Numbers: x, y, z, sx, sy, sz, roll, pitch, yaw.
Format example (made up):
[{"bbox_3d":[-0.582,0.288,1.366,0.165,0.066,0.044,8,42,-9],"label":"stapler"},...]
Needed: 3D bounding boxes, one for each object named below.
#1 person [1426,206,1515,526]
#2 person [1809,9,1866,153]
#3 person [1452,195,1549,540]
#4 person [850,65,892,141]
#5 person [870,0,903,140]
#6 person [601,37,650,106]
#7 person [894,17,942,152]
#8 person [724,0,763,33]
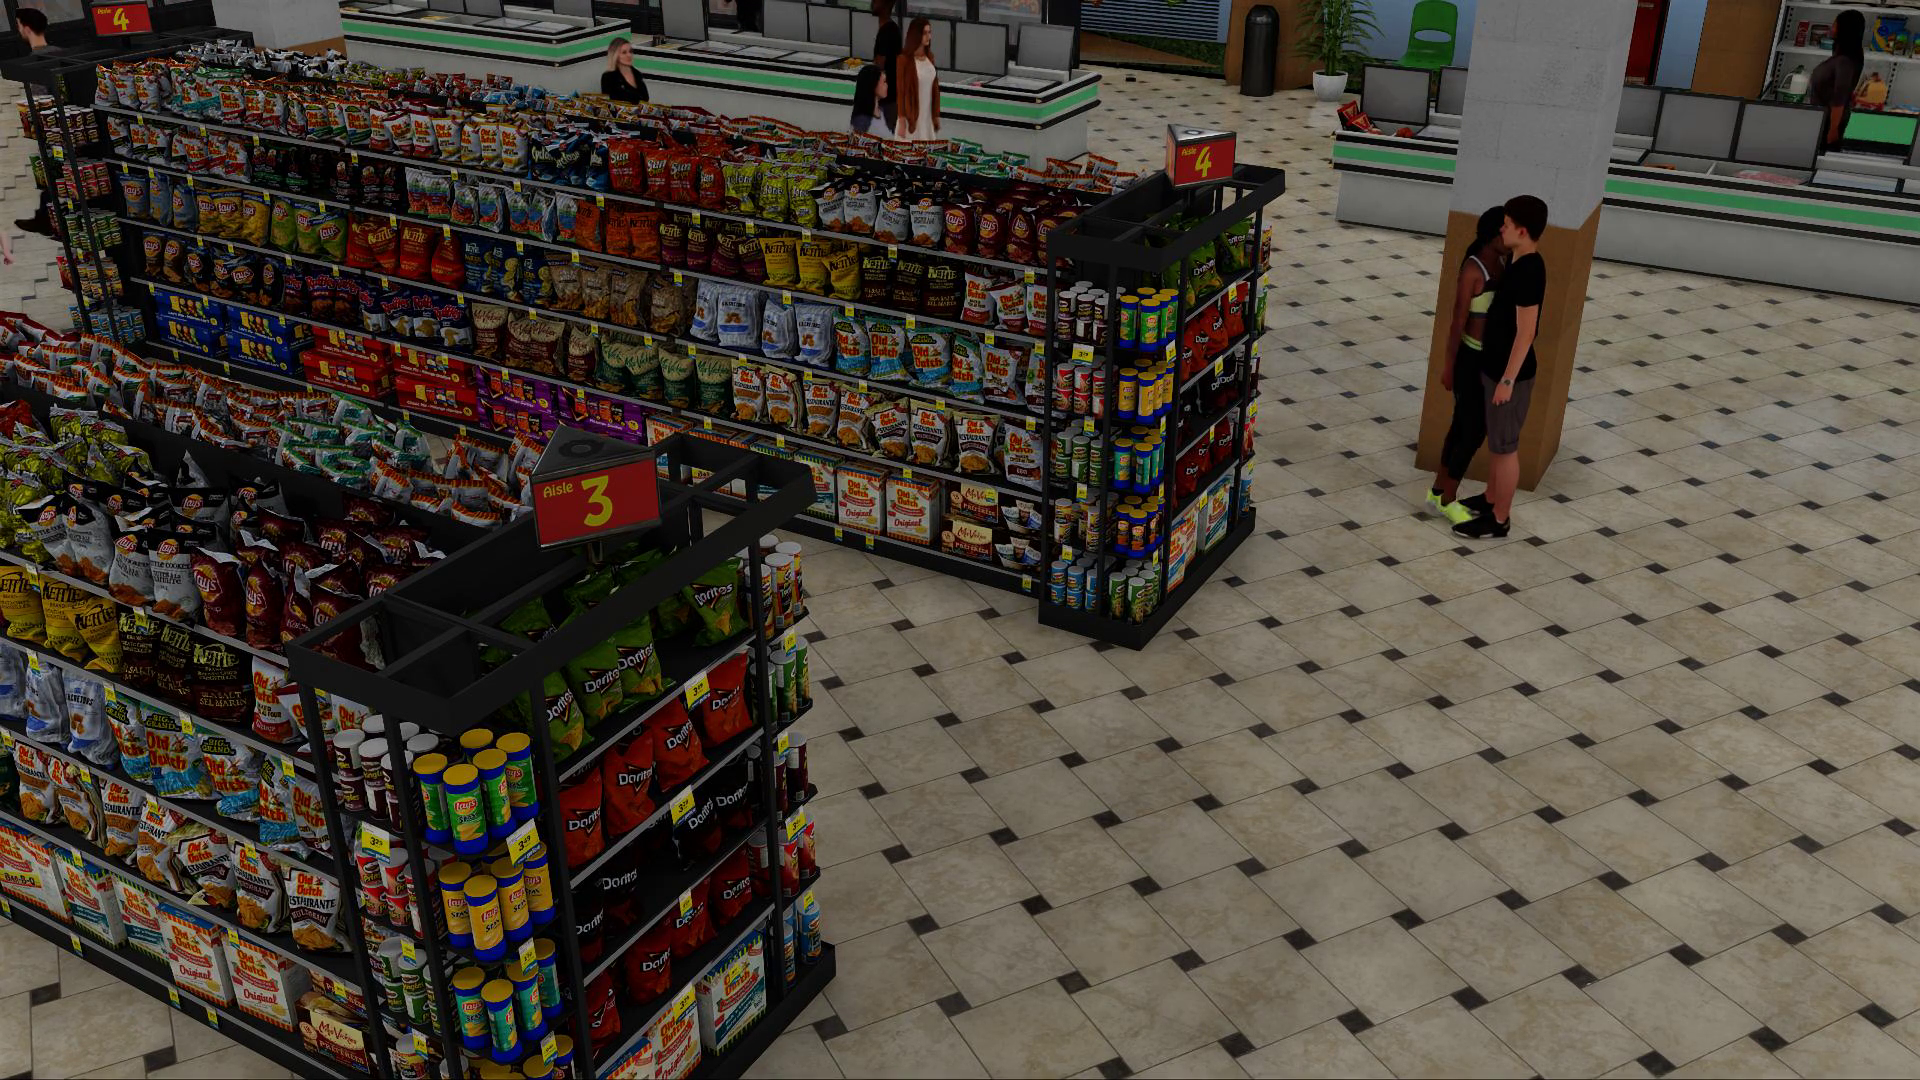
[{"bbox_3d":[2.723,-0.971,9.050,0.670,1.744,0.715,-22,34,-36],"label":"person"},{"bbox_3d":[7.351,-3.459,13.881,1.137,1.811,0.664,16,31,29],"label":"person"},{"bbox_3d":[2.905,-0.908,8.797,0.698,1.861,0.756,4,27,9],"label":"person"},{"bbox_3d":[-0.744,-2.720,12.573,1.062,1.677,0.830,3,27,7],"label":"person"},{"bbox_3d":[-0.557,-4.007,15.010,1.206,1.767,0.992,1,27,1],"label":"person"},{"bbox_3d":[-2.715,-3.241,13.592,0.529,1.685,0.615,16,31,28],"label":"person"},{"bbox_3d":[-0.385,-3.620,14.304,0.636,1.716,0.656,23,35,38],"label":"person"},{"bbox_3d":[-2.492,-6.468,19.982,0.699,1.661,0.735,13,30,24],"label":"person"}]
